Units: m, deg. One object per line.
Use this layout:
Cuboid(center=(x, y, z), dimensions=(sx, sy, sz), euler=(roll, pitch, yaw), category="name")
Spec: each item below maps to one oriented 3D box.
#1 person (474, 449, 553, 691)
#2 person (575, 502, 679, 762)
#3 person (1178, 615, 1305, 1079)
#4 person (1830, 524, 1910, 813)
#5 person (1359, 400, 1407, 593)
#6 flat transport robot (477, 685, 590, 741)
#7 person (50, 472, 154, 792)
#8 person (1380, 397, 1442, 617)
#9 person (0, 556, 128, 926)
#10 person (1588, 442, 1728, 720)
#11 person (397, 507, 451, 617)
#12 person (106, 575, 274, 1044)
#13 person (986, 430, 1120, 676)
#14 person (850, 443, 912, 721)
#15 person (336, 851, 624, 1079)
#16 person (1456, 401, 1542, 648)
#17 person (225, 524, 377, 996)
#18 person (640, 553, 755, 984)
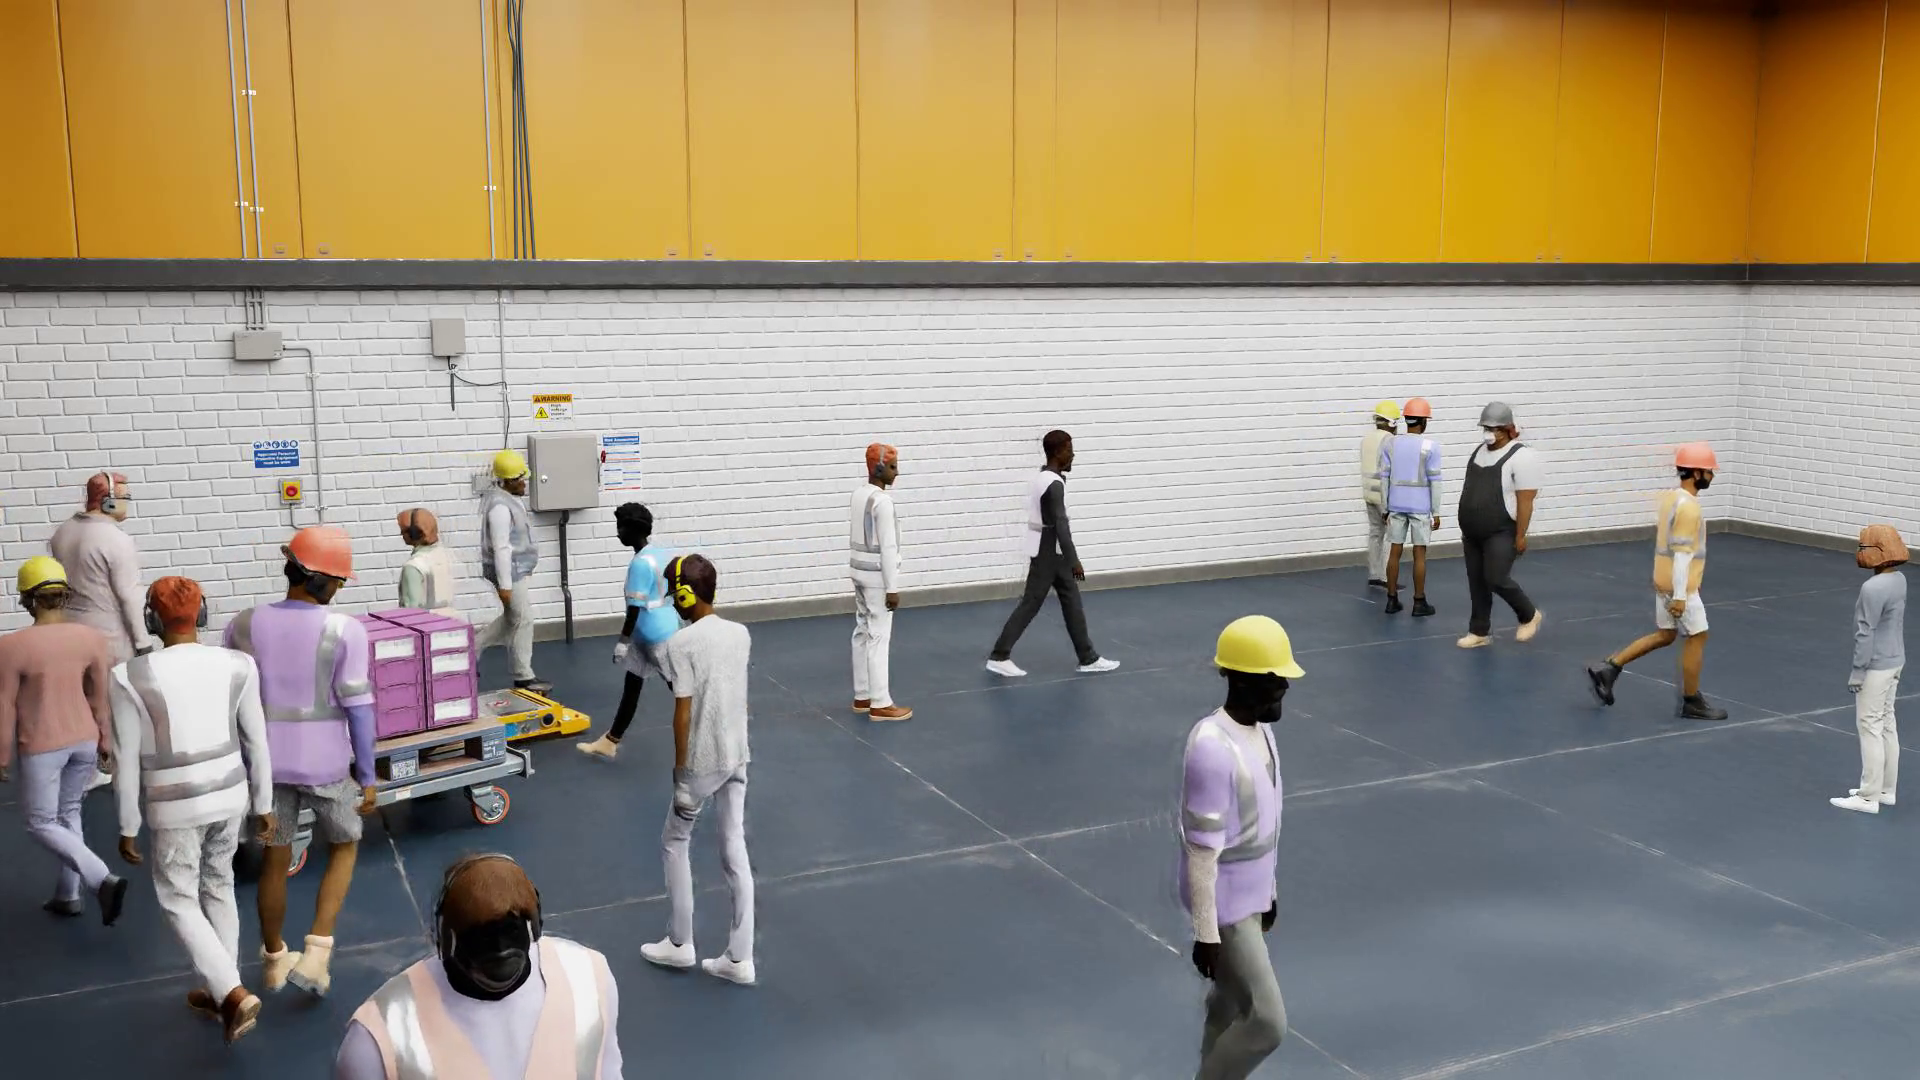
Cuboid(center=(-3.310, 0.227, 11.935), dimensions=(0.626, 1.795, 0.603), euler=(-2, 9, -11), category="person")
Cuboid(center=(-1.904, 0.581, 10.205), dimensions=(0.908, 1.637, 0.543), euler=(-1, 9, -9), category="person")
Cuboid(center=(0.943, 1.191, 5.555), dimensions=(0.415, 1.914, 0.609), euler=(4, 10, 23), category="person")
Cuboid(center=(5.166, 0.721, 9.386), dimensions=(0.281, 1.624, 0.494), euler=(9, 13, 44), category="person")
Cuboid(center=(4.021, -0.415, 15.806), dimensions=(0.404, 1.826, 0.622), euler=(-3, 10, -19), category="person")
Cuboid(center=(-3.180, 1.182, 10.702), dimensions=(1.431, 0.197, 0.652), euler=(-8, 12, -40), category="flat transport robot")
Cuboid(center=(-4.954, 0.551, 9.665), dimensions=(0.640, 1.888, 0.440), euler=(5, 10, 27), category="person")
Cuboid(center=(3.999, -0.294, 14.720), dimensions=(0.551, 1.932, 0.377), euler=(7, 11, 37), category="person")
Cuboid(center=(-4.089, 0.946, 7.632), dimensions=(0.677, 1.738, 0.531), euler=(5, 10, 27), category="person")
Cuboid(center=(4.791, 0.276, 11.291), dimensions=(0.825, 1.911, 0.550), euler=(2, 9, 11), category="person")
Cuboid(center=(-3.204, 0.606, 10.086), dimensions=(0.434, 1.624, 0.536), euler=(1, 9, 6), category="person")
Cuboid(center=(-2.944, 1.070, 6.501), dimensions=(0.690, 1.860, 0.594), euler=(8, 12, 41), category="person")
Cuboid(center=(0.673, 0.105, 12.476), dimensions=(1.017, 1.871, 0.594), euler=(0, 9, 2), category="person")
Cuboid(center=(-0.568, 0.283, 11.314), dimensions=(0.351, 1.888, 0.590), euler=(-4, 10, -24), category="person")
Cuboid(center=(-0.978, 1.568, 3.595), dimensions=(0.659, 1.797, 0.935), euler=(-5, 11, -29), category="person")
Cuboid(center=(4.298, -0.128, 13.362), dimensions=(0.630, 2.000, 0.687), euler=(-4, 10, -22), category="person")
Cuboid(center=(-2.757, 0.943, 6.897), dimensions=(0.677, 2.004, 0.550), euler=(0, 9, 2), category="person")
Cuboid(center=(-1.131, 0.973, 7.175), dimensions=(0.734, 1.827, 0.541), euler=(7, 11, 37), category="person")
